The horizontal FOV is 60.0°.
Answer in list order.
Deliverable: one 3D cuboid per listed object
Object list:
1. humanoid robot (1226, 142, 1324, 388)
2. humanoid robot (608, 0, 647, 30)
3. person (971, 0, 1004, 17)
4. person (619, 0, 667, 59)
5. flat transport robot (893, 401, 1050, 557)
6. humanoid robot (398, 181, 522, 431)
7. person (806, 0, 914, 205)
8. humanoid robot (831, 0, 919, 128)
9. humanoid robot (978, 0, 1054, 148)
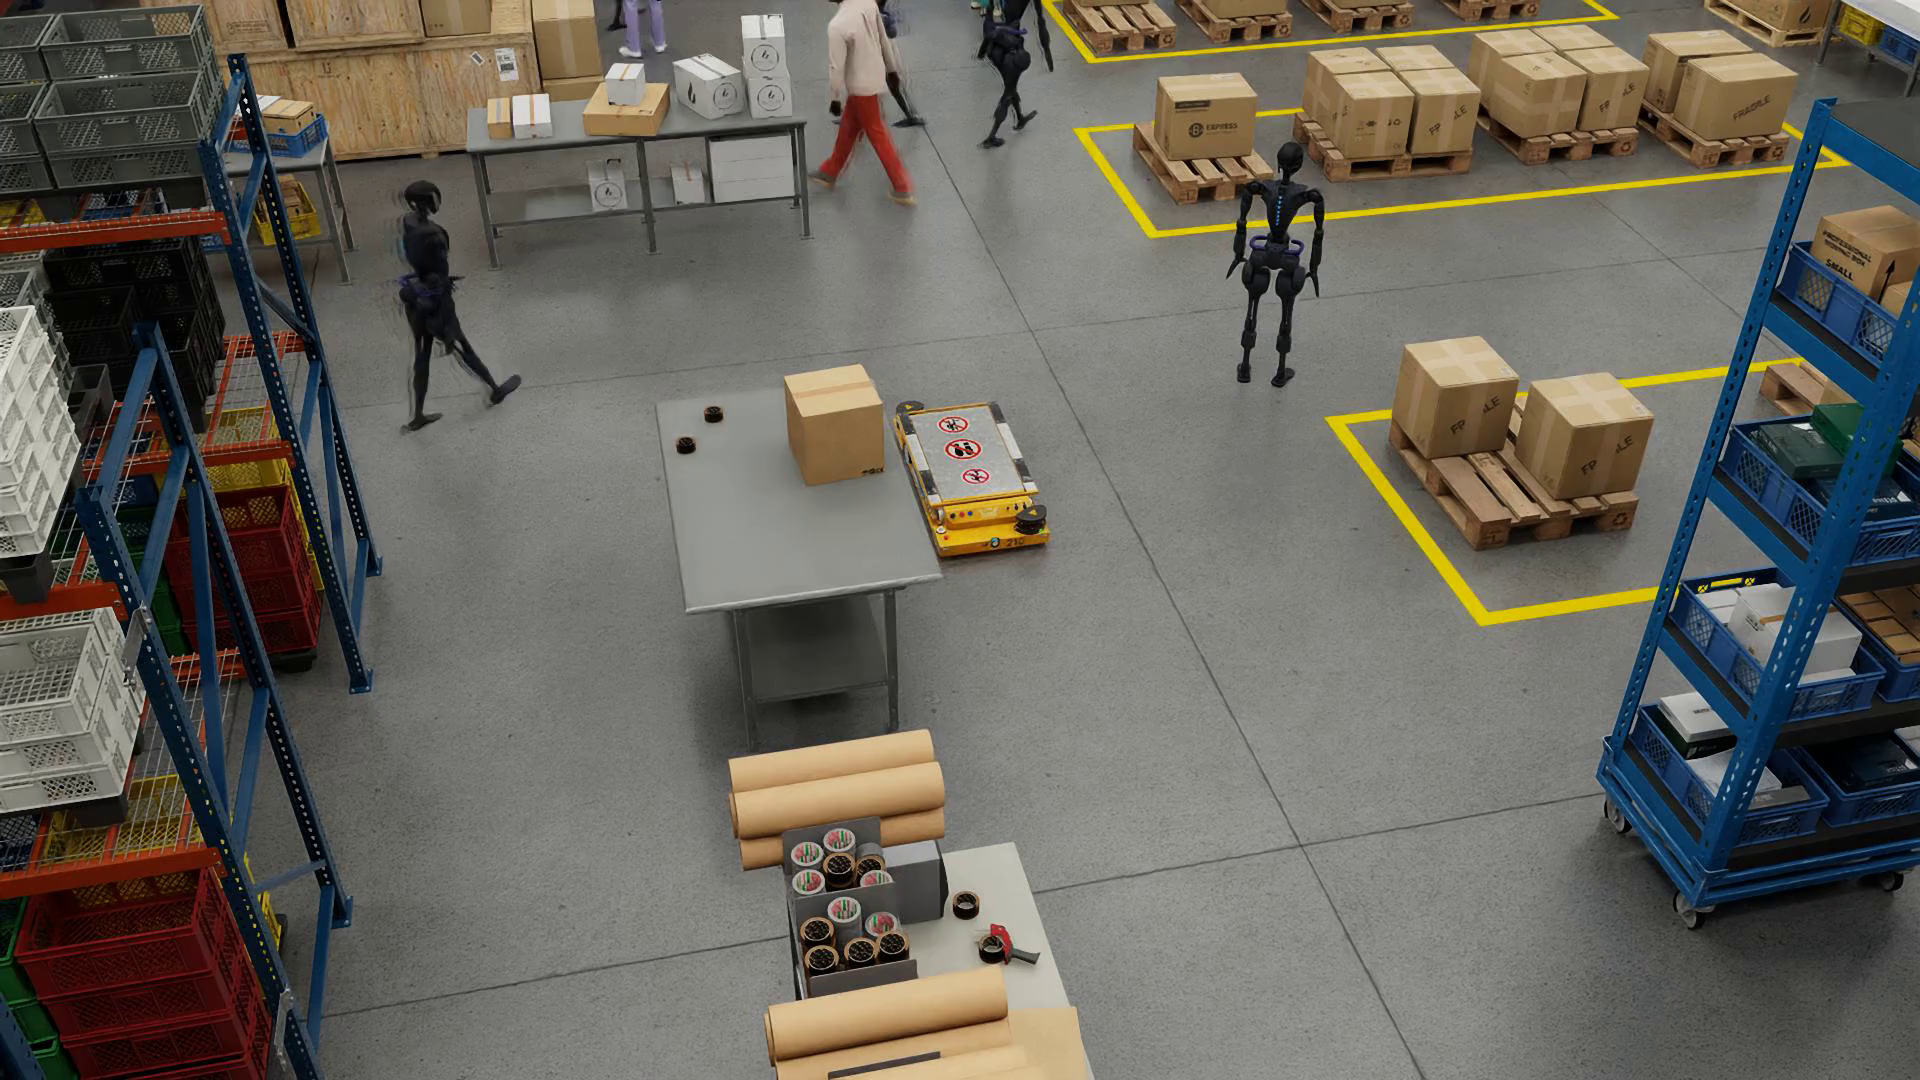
[{"bbox_3d":[2.036,-1.785,10.762,0.616,1.657,0.311,11,38,14],"label":"humanoid robot"},{"bbox_3d":[-3.298,-5.863,16.273,0.581,1.622,0.652,30,46,34],"label":"humanoid robot"},{"bbox_3d":[0.279,-6.117,16.520,0.313,1.768,0.524,-12,38,-15],"label":"person"},{"bbox_3d":[-3.054,-5.491,15.568,0.609,1.907,0.429,-18,40,-23],"label":"person"},{"bbox_3d":[0.046,-0.430,10.108,0.652,0.197,1.431,-8,37,-10],"label":"flat transport robot"},{"bbox_3d":[-3.264,-1.488,10.417,0.548,1.614,0.796,29,45,33],"label":"humanoid robot"},{"bbox_3d":[-0.791,-3.574,12.975,1.009,1.911,0.668,13,39,17],"label":"person"},{"bbox_3d":[-0.720,-4.290,14.184,0.770,1.630,0.611,-10,38,-13],"label":"humanoid robot"},{"bbox_3d":[0.430,-4.153,13.983,0.759,1.628,0.614,-29,45,-33],"label":"humanoid robot"}]
